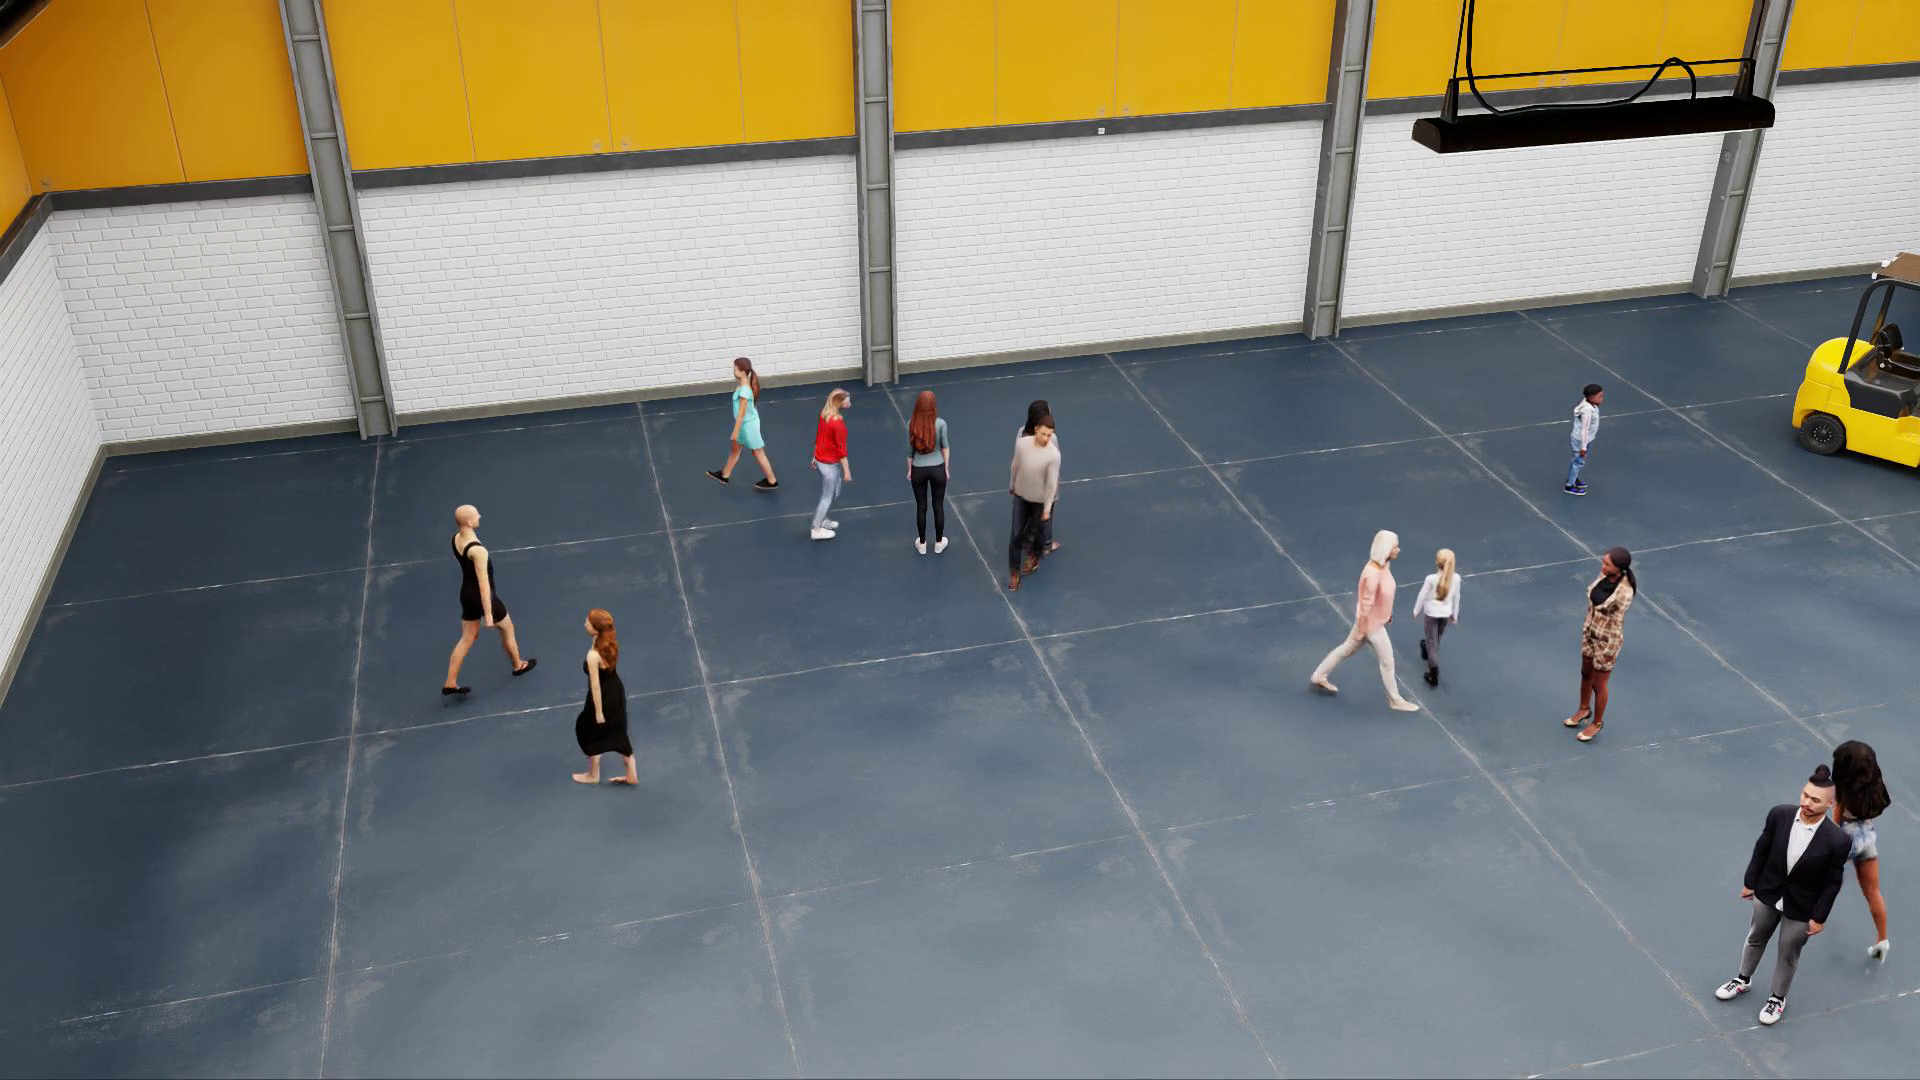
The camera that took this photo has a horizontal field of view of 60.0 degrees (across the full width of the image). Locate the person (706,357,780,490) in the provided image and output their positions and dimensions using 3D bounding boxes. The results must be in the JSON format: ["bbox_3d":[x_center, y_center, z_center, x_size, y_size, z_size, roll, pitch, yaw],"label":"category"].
[{"bbox_3d":[-2.185,-1.206,17.762,1.078,1.520,0.756,1,29,2],"label":"person"}]

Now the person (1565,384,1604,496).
[{"bbox_3d":[6.676,-1.101,17.844,0.616,1.257,0.572,9,30,16],"label":"person"}]

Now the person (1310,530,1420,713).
[{"bbox_3d":[3.404,0.675,14.154,1.236,1.673,1.055,10,30,18],"label":"person"}]

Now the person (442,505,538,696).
[{"bbox_3d":[-4.212,0.555,14.266,1.054,1.776,1.245,25,37,37],"label":"person"}]

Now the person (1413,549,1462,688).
[{"bbox_3d":[4.206,0.696,14.553,0.826,1.254,0.655,-2,29,-5],"label":"person"}]

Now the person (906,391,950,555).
[{"bbox_3d":[-0.317,-0.670,16.547,0.566,1.742,0.697,1,29,2],"label":"person"}]

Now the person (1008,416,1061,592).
[{"bbox_3d":[0.703,-0.428,16.038,1.090,1.805,1.106,16,32,26],"label":"person"}]

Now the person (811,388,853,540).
[{"bbox_3d":[-1.371,-0.749,16.778,0.692,1.660,0.674,-18,33,-29],"label":"person"}]

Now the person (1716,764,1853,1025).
[{"bbox_3d":[5.434,2.301,10.884,0.754,1.950,0.793,-22,35,-34],"label":"person"}]

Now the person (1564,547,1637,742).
[{"bbox_3d":[5.299,0.842,13.725,0.556,1.791,0.588,-5,29,-9],"label":"person"}]

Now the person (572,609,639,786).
[{"bbox_3d":[-2.715,1.279,13.116,0.892,1.608,0.803,8,30,15],"label":"person"}]

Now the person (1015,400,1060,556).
[{"bbox_3d":[0.766,-0.631,16.615,0.781,1.609,0.842,15,32,25],"label":"person"}]
